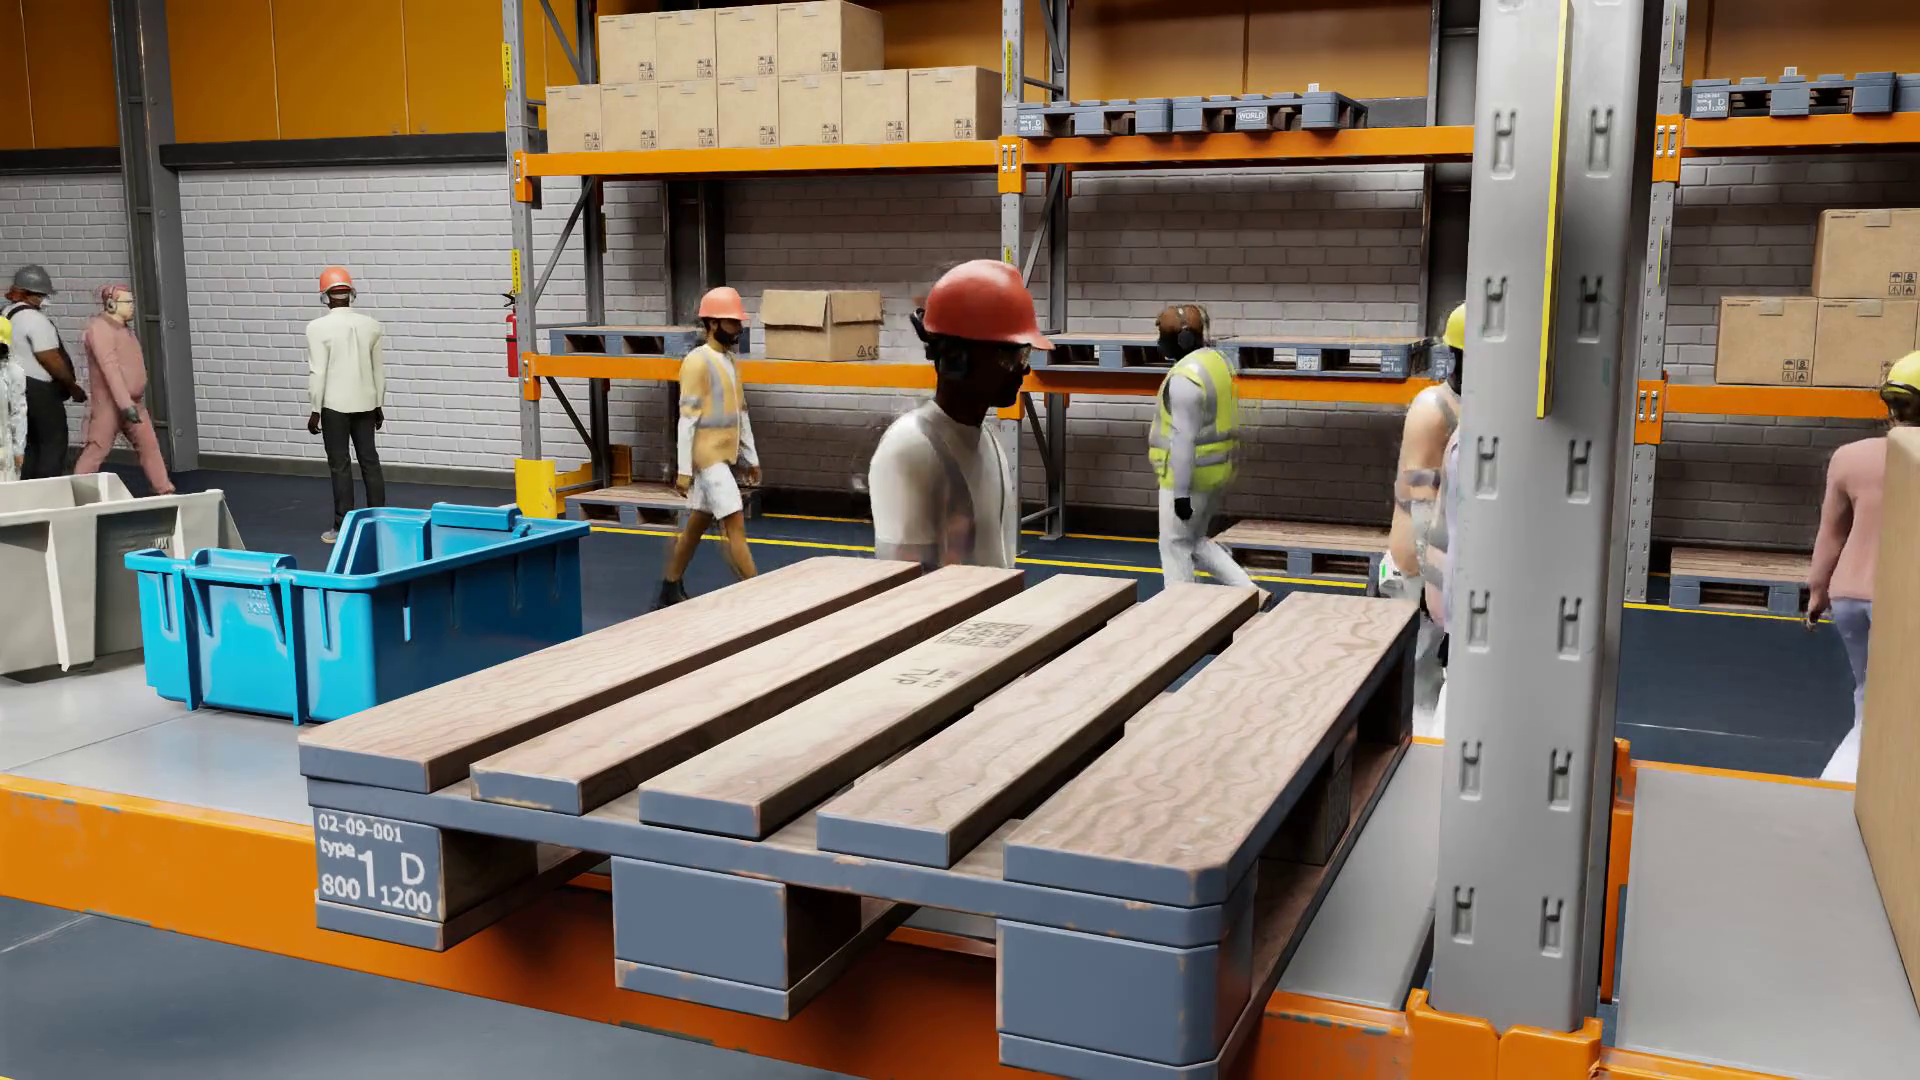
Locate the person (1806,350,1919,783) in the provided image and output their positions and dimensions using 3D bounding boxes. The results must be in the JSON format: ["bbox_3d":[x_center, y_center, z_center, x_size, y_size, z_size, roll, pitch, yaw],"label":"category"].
[{"bbox_3d":[3.146,0.218,5.712,0.784,1.737,0.537,-5,11,-28],"label":"person"}]

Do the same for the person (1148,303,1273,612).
[{"bbox_3d":[1.252,-0.308,8.586,0.596,1.821,0.642,5,11,26],"label":"person"}]

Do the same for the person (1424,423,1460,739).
[{"bbox_3d":[1.811,0.250,5.273,0.827,1.805,0.638,4,10,25],"label":"person"}]

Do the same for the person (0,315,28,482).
[{"bbox_3d":[-6.308,-0.588,10.621,0.672,1.697,0.366,-3,10,-16],"label":"person"}]

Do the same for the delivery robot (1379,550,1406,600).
[{"bbox_3d":[2.545,0.158,9.277,0.477,0.478,0.707,3,10,20],"label":"delivery robot"}]

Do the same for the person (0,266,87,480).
[{"bbox_3d":[-7.308,-1.194,13.223,0.712,2.000,0.568,8,12,40],"label":"person"}]

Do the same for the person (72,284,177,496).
[{"bbox_3d":[-6.645,-1.083,13.134,1.018,1.857,0.655,-1,9,-3],"label":"person"}]

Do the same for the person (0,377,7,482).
[{"bbox_3d":[-5.015,-0.266,8.335,0.404,1.823,0.589,1,10,7],"label":"person"}]

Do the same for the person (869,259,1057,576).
[{"bbox_3d":[-0.013,0.353,3.982,0.483,2.027,0.620,4,10,21],"label":"person"}]

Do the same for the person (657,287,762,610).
[{"bbox_3d":[-1.326,-0.470,9.357,1.006,1.880,0.580,3,10,15],"label":"person"}]

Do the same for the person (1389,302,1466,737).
[{"bbox_3d":[1.794,0.057,6.176,0.562,1.901,0.598,9,13,43],"label":"person"}]

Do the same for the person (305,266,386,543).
[{"bbox_3d":[-4.437,-0.968,12.014,0.388,1.990,0.622,6,11,34],"label":"person"}]
